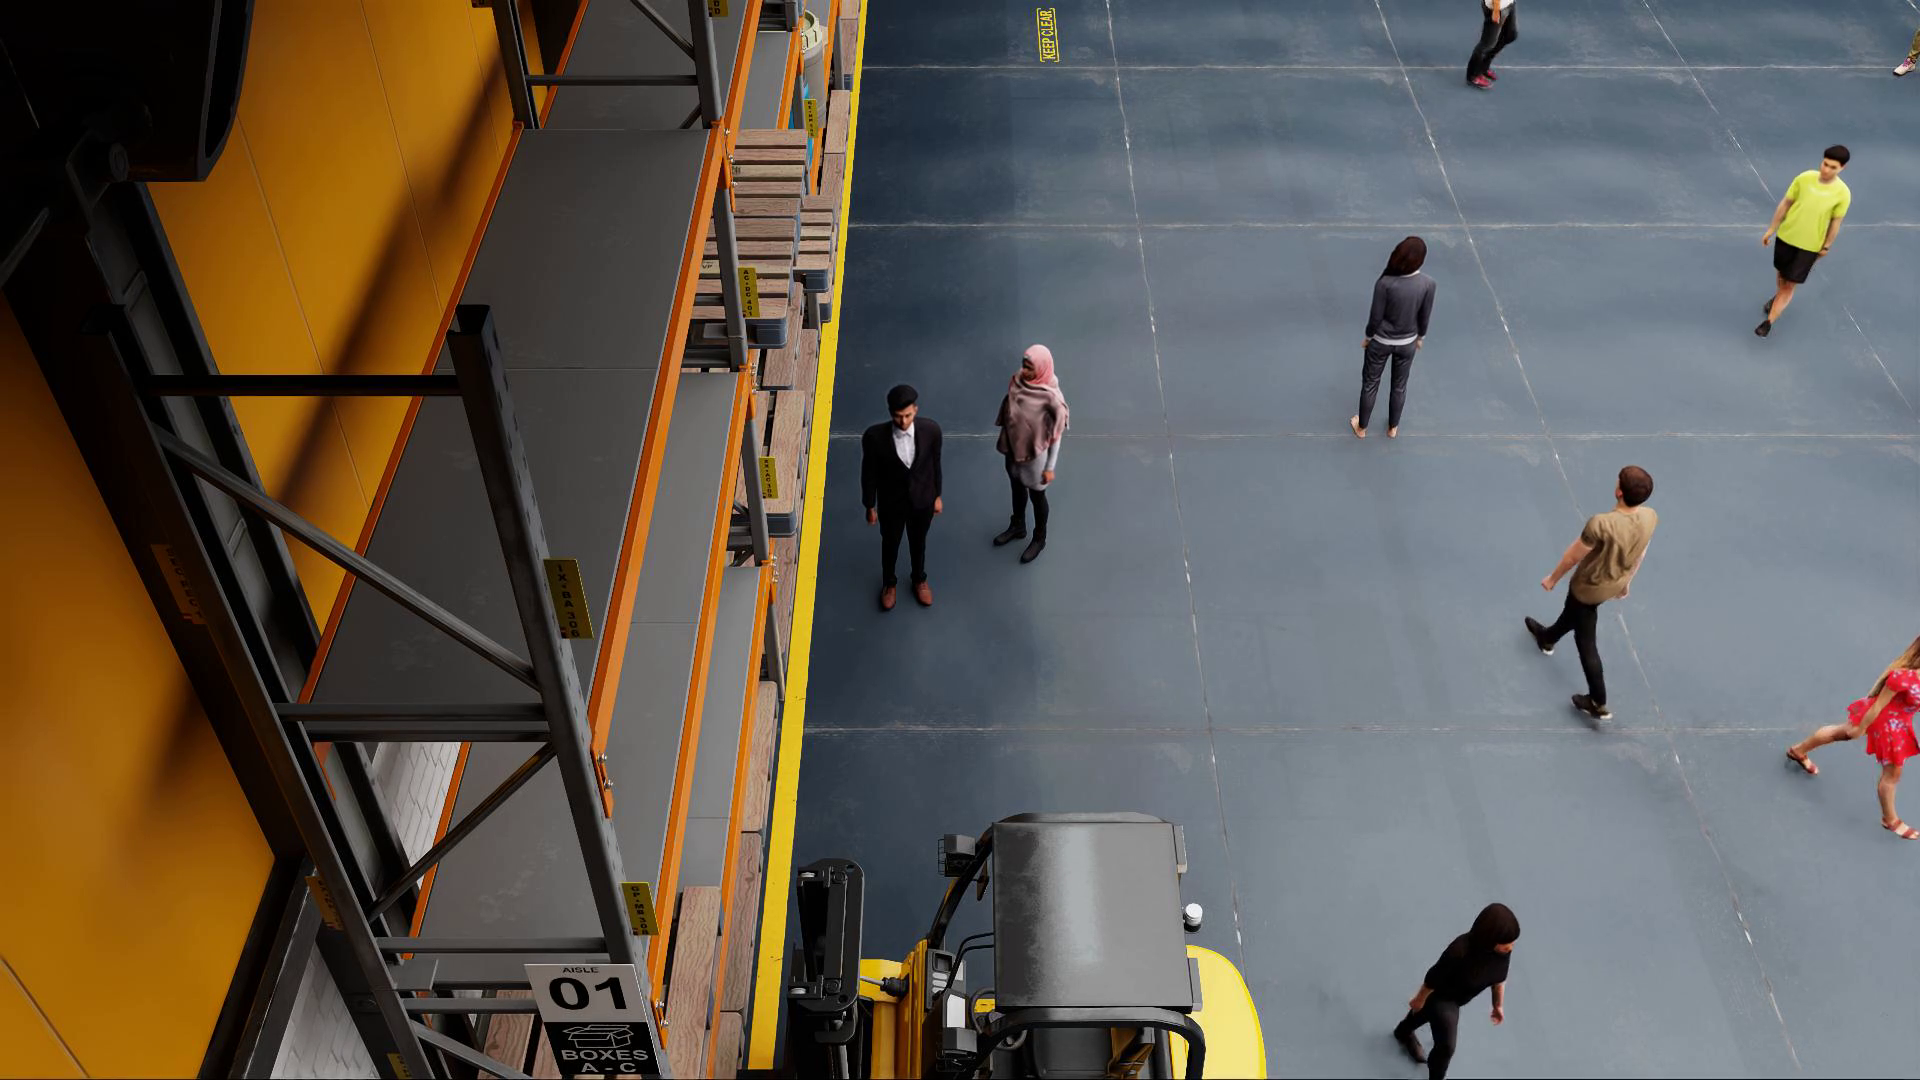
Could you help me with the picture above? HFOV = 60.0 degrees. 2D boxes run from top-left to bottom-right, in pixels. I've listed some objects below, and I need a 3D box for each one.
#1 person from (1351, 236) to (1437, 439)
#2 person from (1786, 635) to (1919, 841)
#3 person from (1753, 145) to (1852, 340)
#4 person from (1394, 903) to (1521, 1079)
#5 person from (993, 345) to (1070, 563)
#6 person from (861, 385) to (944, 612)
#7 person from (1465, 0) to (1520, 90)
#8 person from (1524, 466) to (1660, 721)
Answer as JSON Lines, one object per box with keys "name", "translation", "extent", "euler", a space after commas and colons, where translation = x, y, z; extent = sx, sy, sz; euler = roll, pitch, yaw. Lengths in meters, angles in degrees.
{"name": "person", "translation": [3.273, -1.518, 12.554], "extent": [0.610, 1.768, 0.495], "euler": [0, 44, 0]}
{"name": "person", "translation": [5.501, 1.034, 10.041], "extent": [1.032, 1.537, 1.130], "euler": [-32, 52, -29]}
{"name": "person", "translation": [6.945, -2.519, 13.681], "extent": [1.110, 1.662, 1.083], "euler": [-32, 52, -29]}
{"name": "person", "translation": [2.520, 2.291, 8.667], "extent": [0.801, 1.613, 0.959], "euler": [-19, 47, -18]}
{"name": "person", "translation": [0.486, -0.614, 11.579], "extent": [0.796, 1.803, 0.735], "euler": [-34, 53, -31]}
{"name": "person", "translation": [-0.366, -0.301, 11.194], "extent": [0.744, 1.881, 0.625], "euler": [-8, 44, -9]}
{"name": "person", "translation": [5.301, -5.380, 16.594], "extent": [0.838, 1.786, 0.751], "euler": [26, 49, 24]}
{"name": "person", "translation": [4.081, 0.354, 10.554], "extent": [1.018, 1.815, 1.323], "euler": [-16, 46, -16]}
